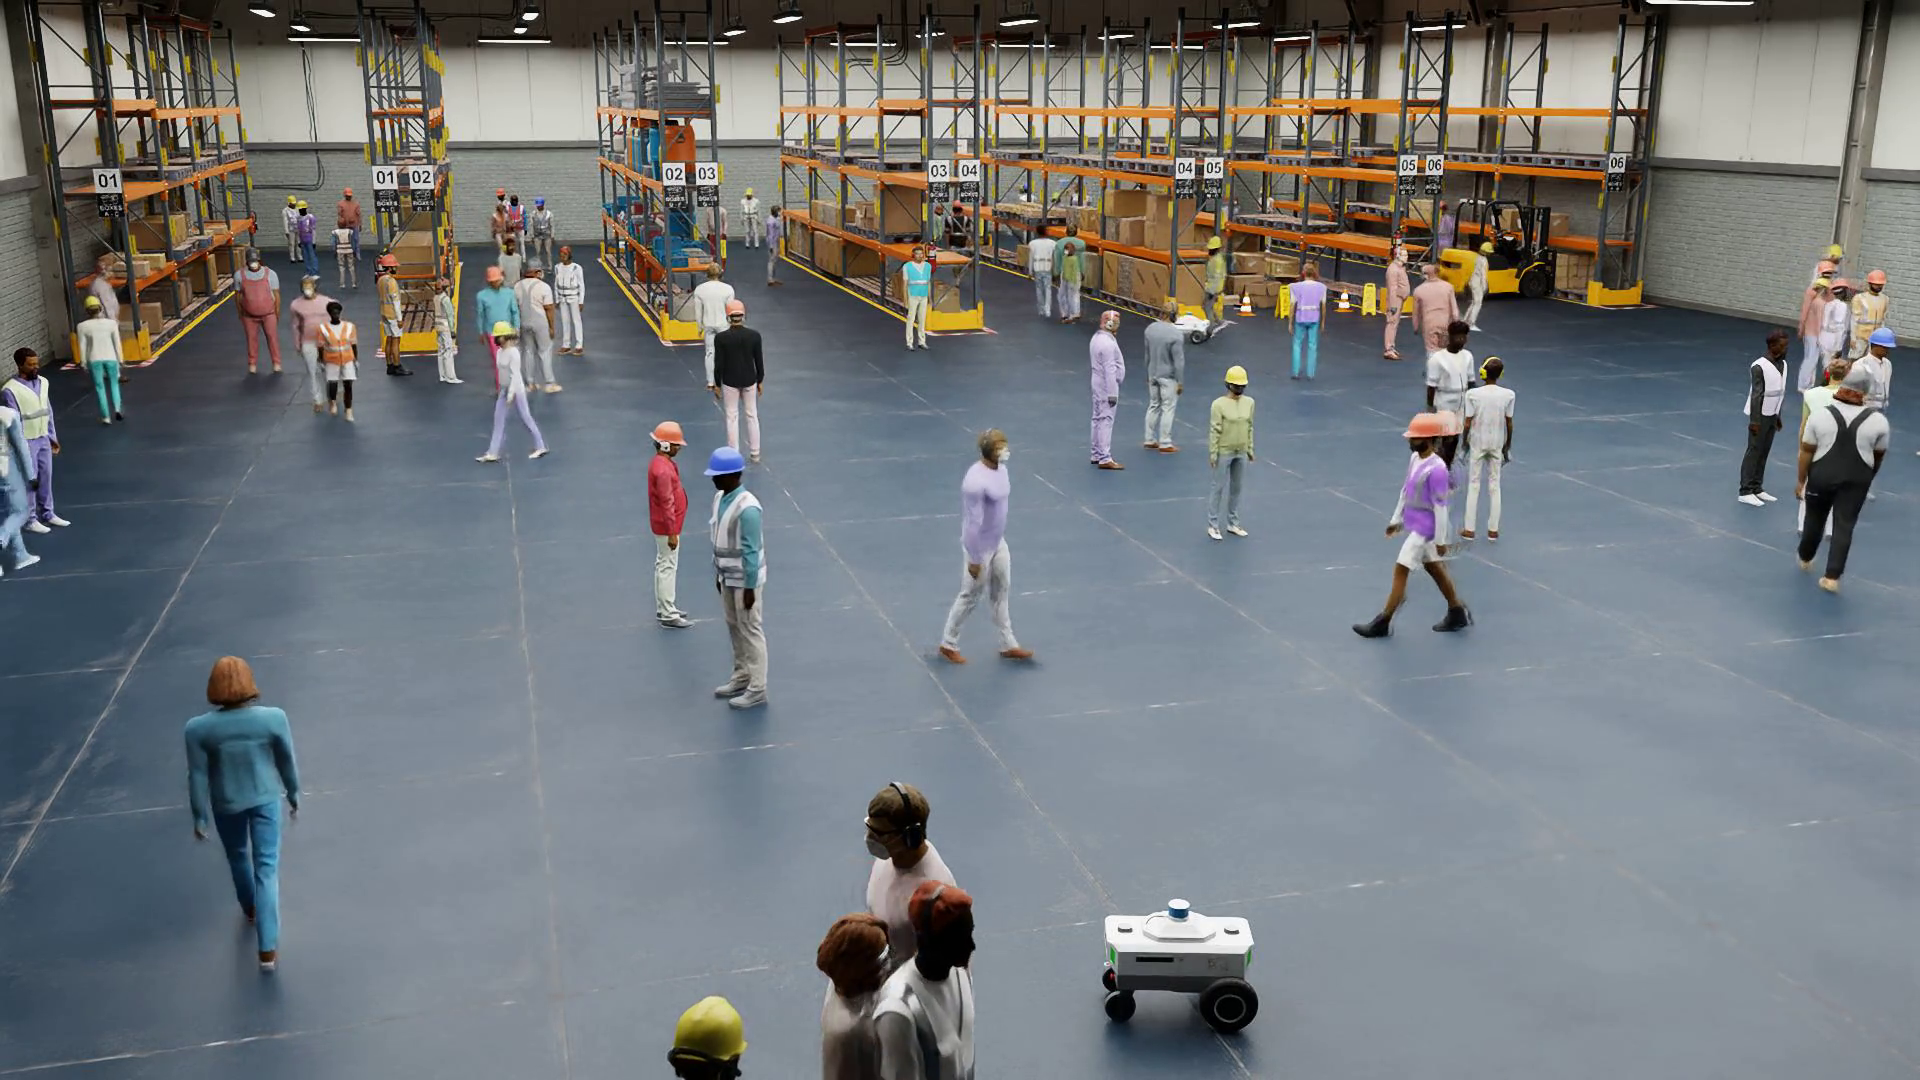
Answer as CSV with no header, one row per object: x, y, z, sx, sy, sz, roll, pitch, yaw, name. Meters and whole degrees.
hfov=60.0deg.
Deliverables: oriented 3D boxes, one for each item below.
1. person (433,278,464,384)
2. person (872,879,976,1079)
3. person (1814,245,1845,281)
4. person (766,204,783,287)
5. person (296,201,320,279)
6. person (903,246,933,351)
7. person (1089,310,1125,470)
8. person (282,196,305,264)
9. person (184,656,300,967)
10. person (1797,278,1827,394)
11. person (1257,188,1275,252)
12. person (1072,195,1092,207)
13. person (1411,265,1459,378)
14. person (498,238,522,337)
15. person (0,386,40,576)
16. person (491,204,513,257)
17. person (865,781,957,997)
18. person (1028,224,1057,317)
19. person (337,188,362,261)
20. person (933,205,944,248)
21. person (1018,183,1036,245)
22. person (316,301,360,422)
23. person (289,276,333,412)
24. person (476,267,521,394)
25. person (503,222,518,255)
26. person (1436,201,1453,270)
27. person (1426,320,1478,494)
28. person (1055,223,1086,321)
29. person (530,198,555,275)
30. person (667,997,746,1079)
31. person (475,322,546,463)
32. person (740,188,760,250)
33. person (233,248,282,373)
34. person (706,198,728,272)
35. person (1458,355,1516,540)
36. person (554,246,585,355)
-8.038,-3.264,25.987,0.309,1.641,0.513,-13,20,-41,person
-0.027,2.036,5.648,0.966,1.835,0.576,8,17,28,person
15.640,-4.432,30.045,0.603,1.813,0.543,-3,15,-10,person
-4.405,-6.980,39.433,0.374,1.932,0.628,2,15,6,person
-16.089,-7.377,40.931,0.584,1.919,0.391,8,17,28,person
-0.759,-4.280,29.416,0.570,1.843,0.372,-9,17,-31,person
1.776,-1.808,20.010,0.409,1.903,0.639,-3,15,-11,person
-17.949,-8.350,44.796,0.403,1.818,0.598,6,16,21,person
-3.713,1.365,8.659,0.517,1.582,0.880,-6,16,-22,person
12.874,-3.049,25.026,0.299,1.730,0.691,2,15,6,person
8.754,-9.209,47.832,0.393,1.918,0.582,-13,20,-40,person
3.590,-9.476,48.978,0.633,1.841,0.429,0,15,1,person
7.354,-3.344,25.886,0.720,1.851,0.893,-1,15,-2,person
-8.246,-4.662,30.860,0.562,1.835,0.891,-13,20,-41,person
-8.959,-0.609,15.495,0.608,1.903,0.720,3,15,11,person
-12.317,-8.226,44.745,0.505,1.592,0.834,-14,20,-41,person
-0.186,1.815,6.324,0.374,1.933,0.625,-5,16,-17,person
1.687,-5.487,33.938,0.623,1.878,0.857,1,15,3,person
-16.681,-8.628,45.516,0.612,1.986,0.406,-8,17,-28,person
-0.563,-8.009,43.872,0.280,1.624,0.494,-4,15,-13,person
1.951,-9.424,48.580,0.609,1.943,0.402,-9,17,-30,person
-8.541,-2.458,22.871,0.532,1.678,0.405,-8,17,-28,person
-9.173,-2.803,23.694,0.637,1.928,0.530,-4,15,-13,person
-6.818,-3.077,24.705,0.602,1.929,1.015,-9,17,-31,person
-10.214,-6.412,37.861,0.317,1.629,0.527,-13,20,-41,person
11.446,-6.967,39.277,0.422,1.995,0.794,-2,15,-8,person
5.579,-1.496,18.735,0.624,1.947,0.545,-9,17,-30,person
2.211,-5.349,33.260,0.629,1.940,0.377,5,16,18,person
-10.506,-7.641,41.883,0.605,1.939,0.411,0,15,0,person
-0.752,2.230,5.095,0.526,1.757,0.342,1,15,2,person
-5.509,-1.809,20.358,0.535,1.720,0.898,14,20,42,person
-6.152,-9.413,48.793,0.587,1.822,0.416,1,15,4,person
-11.375,-3.730,26.974,0.686,2.000,0.535,-5,16,-18,person
-6.249,-7.881,42.678,0.612,1.996,0.389,7,17,26,person
5.278,-0.922,16.733,0.539,1.871,0.324,1,15,5,person
-6.780,-4.152,28.860,0.594,1.885,0.350,7,16,24,person
